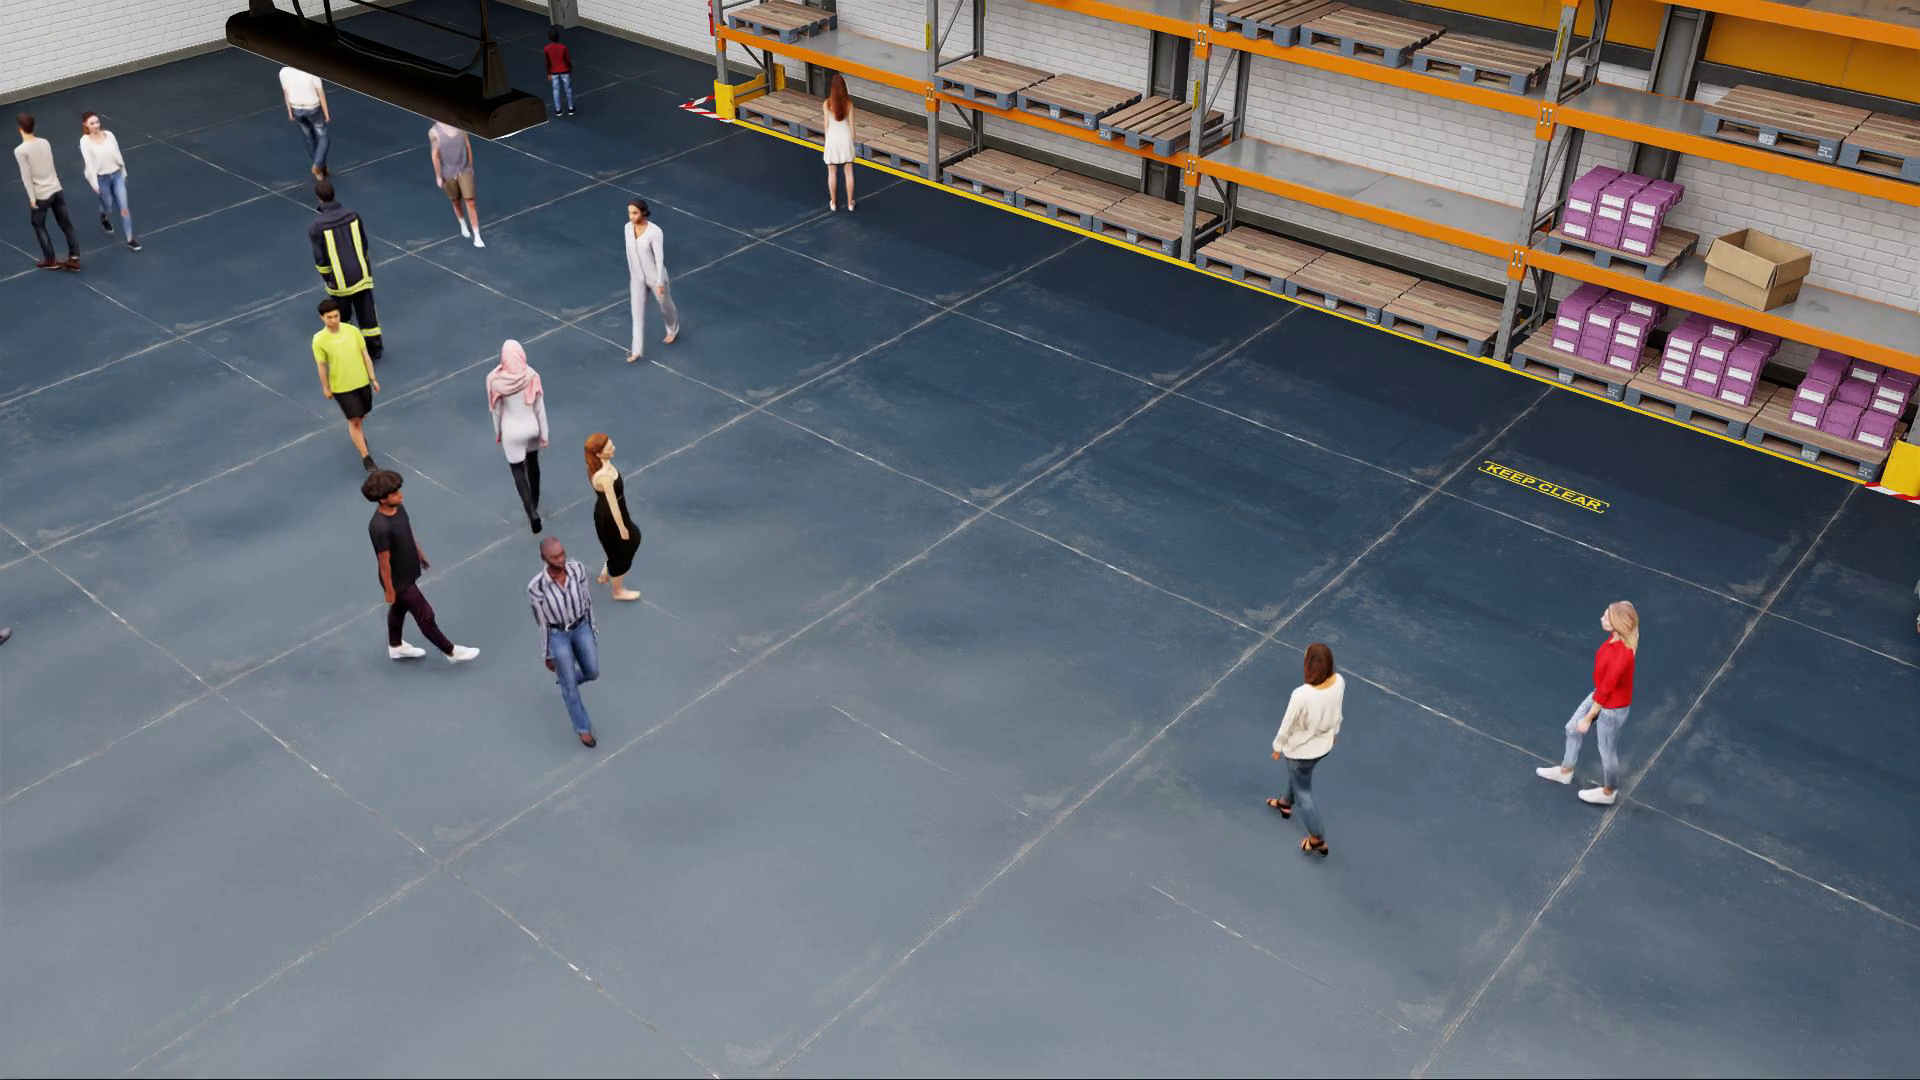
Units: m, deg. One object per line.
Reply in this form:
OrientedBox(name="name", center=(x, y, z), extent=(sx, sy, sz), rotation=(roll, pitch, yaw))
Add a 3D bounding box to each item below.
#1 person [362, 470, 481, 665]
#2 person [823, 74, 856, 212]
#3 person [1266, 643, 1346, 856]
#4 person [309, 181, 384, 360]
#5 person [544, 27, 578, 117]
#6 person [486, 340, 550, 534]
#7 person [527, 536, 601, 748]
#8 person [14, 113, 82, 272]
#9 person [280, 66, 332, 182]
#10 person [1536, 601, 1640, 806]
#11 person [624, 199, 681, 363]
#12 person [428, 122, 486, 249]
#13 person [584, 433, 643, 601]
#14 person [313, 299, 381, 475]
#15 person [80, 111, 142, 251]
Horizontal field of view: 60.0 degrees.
OrientedBox(name="person", center=(-4.435, 0.243, 12.937), extent=(1.100, 1.751, 1.026), rotation=(-2, 34, -3))
OrientedBox(name="person", center=(-1.511, -4.973, 20.821), extent=(0.647, 1.710, 0.704), rotation=(-3, 34, -5))
OrientedBox(name="person", center=(2.394, 1.435, 11.231), extent=(0.812, 1.656, 0.998), rotation=(-19, 38, -26))
OrientedBox(name="person", center=(-6.364, -2.775, 17.370), extent=(0.943, 1.870, 1.271), rotation=(-23, 40, -30))
OrientedBox(name="person", center=(-5.753, -6.732, 23.879), extent=(0.582, 1.256, 0.634), rotation=(-5, 34, -8))
OrientedBox(name="person", center=(-3.849, -0.895, 14.624), extent=(0.973, 1.779, 1.209), rotation=(-12, 35, -17))
OrientedBox(name="person", center=(-2.930, 0.704, 12.217), extent=(0.712, 1.780, 0.854), rotation=(-25, 41, -33))
OrientedBox(name="person", center=(-10.472, -3.976, 19.205), extent=(0.889, 1.840, 0.810), rotation=(12, 35, 18))
OrientedBox(name="person", center=(-8.431, -5.470, 21.451), extent=(1.012, 1.841, 1.062), rotation=(-2, 34, -3))
OrientedBox(name="person", center=(4.596, 1.182, 11.586), extent=(0.903, 1.684, 0.809), rotation=(7, 34, 11))
OrientedBox(name="person", center=(-3.231, -2.798, 17.560), extent=(1.155, 1.698, 0.987), rotation=(11, 35, 16))
OrientedBox(name="person", center=(-6.116, -4.481, 20.129), extent=(0.897, 1.816, 1.101), rotation=(-14, 36, -20))
OrientedBox(name="person", center=(-2.949, -0.159, 13.668), extent=(0.786, 1.612, 0.726), rotation=(-6, 34, -10))
OrientedBox(name="person", center=(-5.769, -1.512, 15.646), extent=(0.707, 1.677, 1.096), rotation=(-28, 42, -35))
OrientedBox(name="person", center=(-10.194, -4.298, 19.842), extent=(0.972, 1.670, 0.639), rotation=(27, 42, 34))
